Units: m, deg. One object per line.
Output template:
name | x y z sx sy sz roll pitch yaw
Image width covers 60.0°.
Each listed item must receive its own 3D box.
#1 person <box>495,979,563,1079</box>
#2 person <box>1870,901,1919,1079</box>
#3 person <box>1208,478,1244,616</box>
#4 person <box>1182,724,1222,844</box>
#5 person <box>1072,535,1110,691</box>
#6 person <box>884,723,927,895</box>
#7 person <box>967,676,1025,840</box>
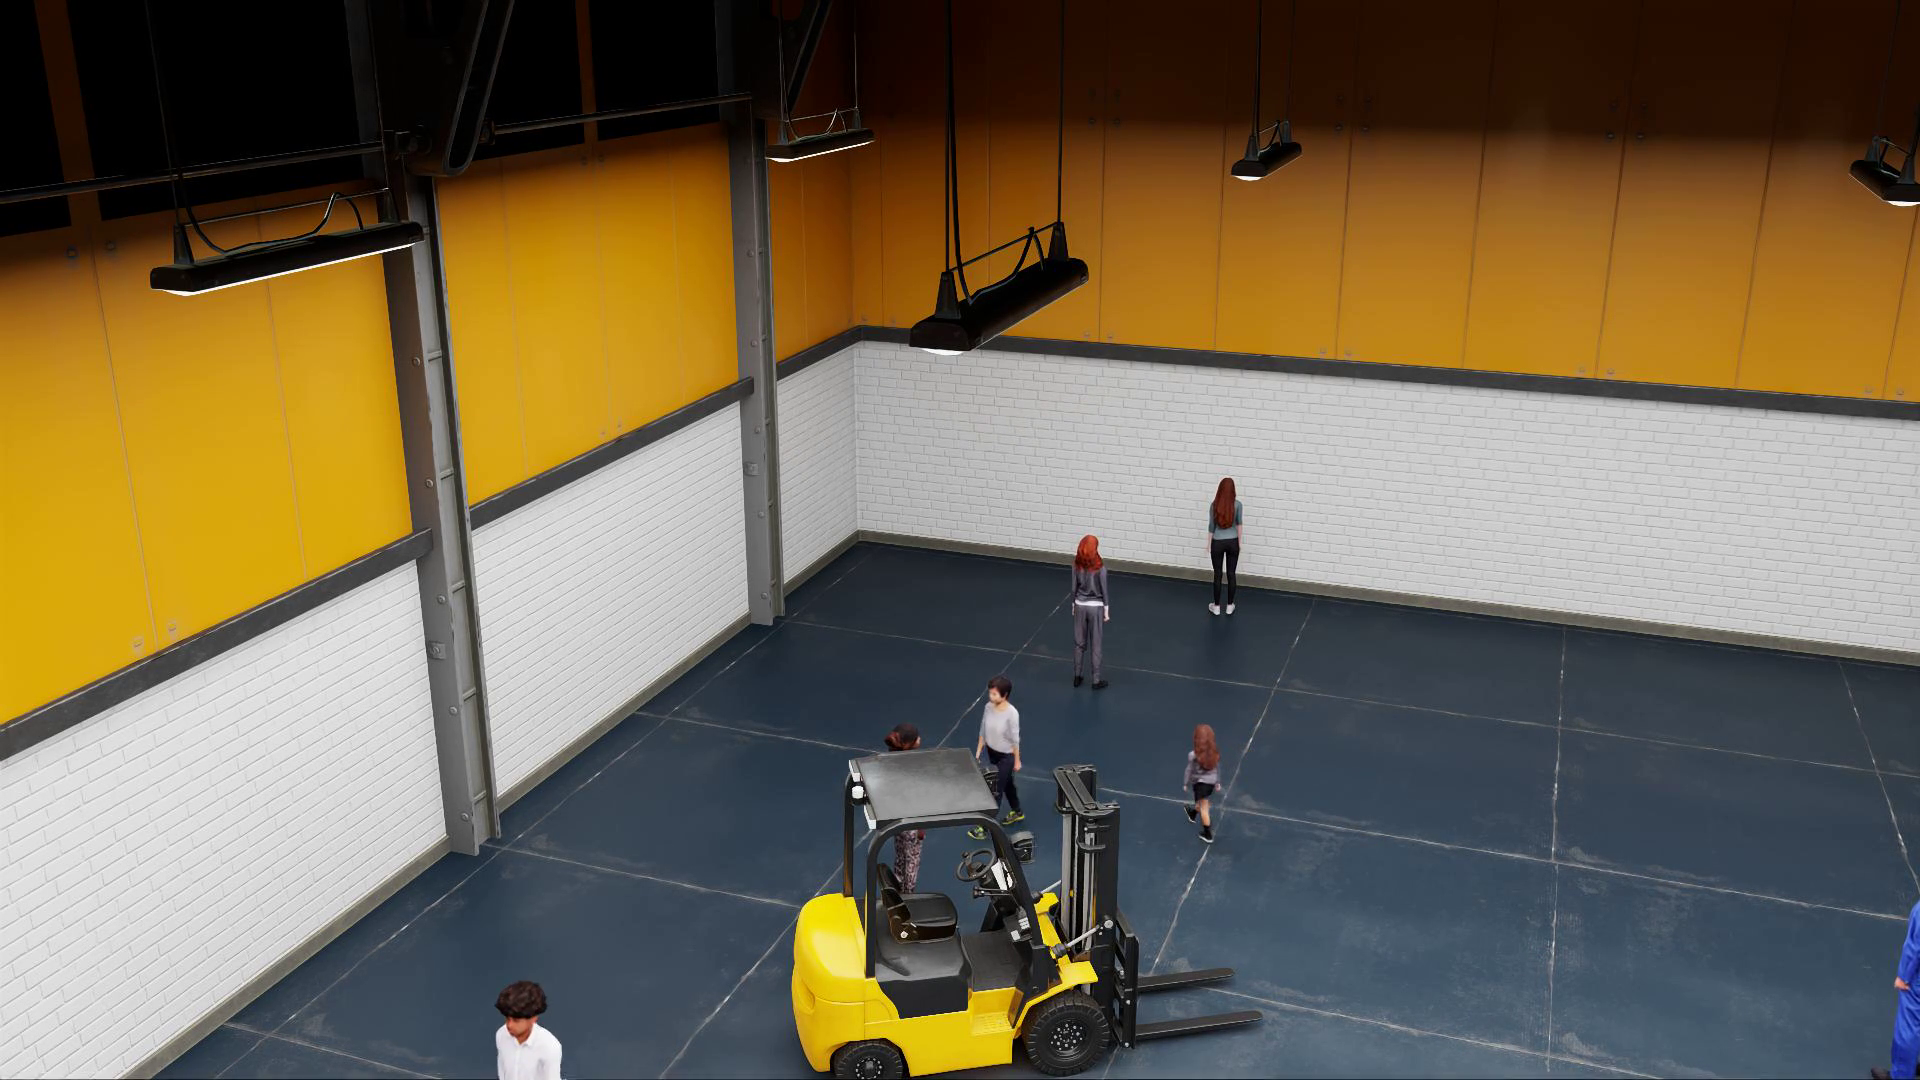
person | -2.590 3.479 10.265 0.663 1.799 0.678 8 20 22
person | 6.788 3.013 11.609 0.780 1.824 0.820 -7 20 -20
person | 3.261 0.069 20.476 0.647 1.743 0.649 0 19 0
person | 2.245 2.224 15.125 0.762 1.075 0.808 -9 21 -25
person | 1.421 0.785 18.293 0.601 1.780 0.543 9 21 26
person | -0.437 2.311 13.867 0.739 1.714 0.677 -8 20 -23
person | 0.447 1.952 15.237 1.063 1.520 0.884 -15 24 -37
